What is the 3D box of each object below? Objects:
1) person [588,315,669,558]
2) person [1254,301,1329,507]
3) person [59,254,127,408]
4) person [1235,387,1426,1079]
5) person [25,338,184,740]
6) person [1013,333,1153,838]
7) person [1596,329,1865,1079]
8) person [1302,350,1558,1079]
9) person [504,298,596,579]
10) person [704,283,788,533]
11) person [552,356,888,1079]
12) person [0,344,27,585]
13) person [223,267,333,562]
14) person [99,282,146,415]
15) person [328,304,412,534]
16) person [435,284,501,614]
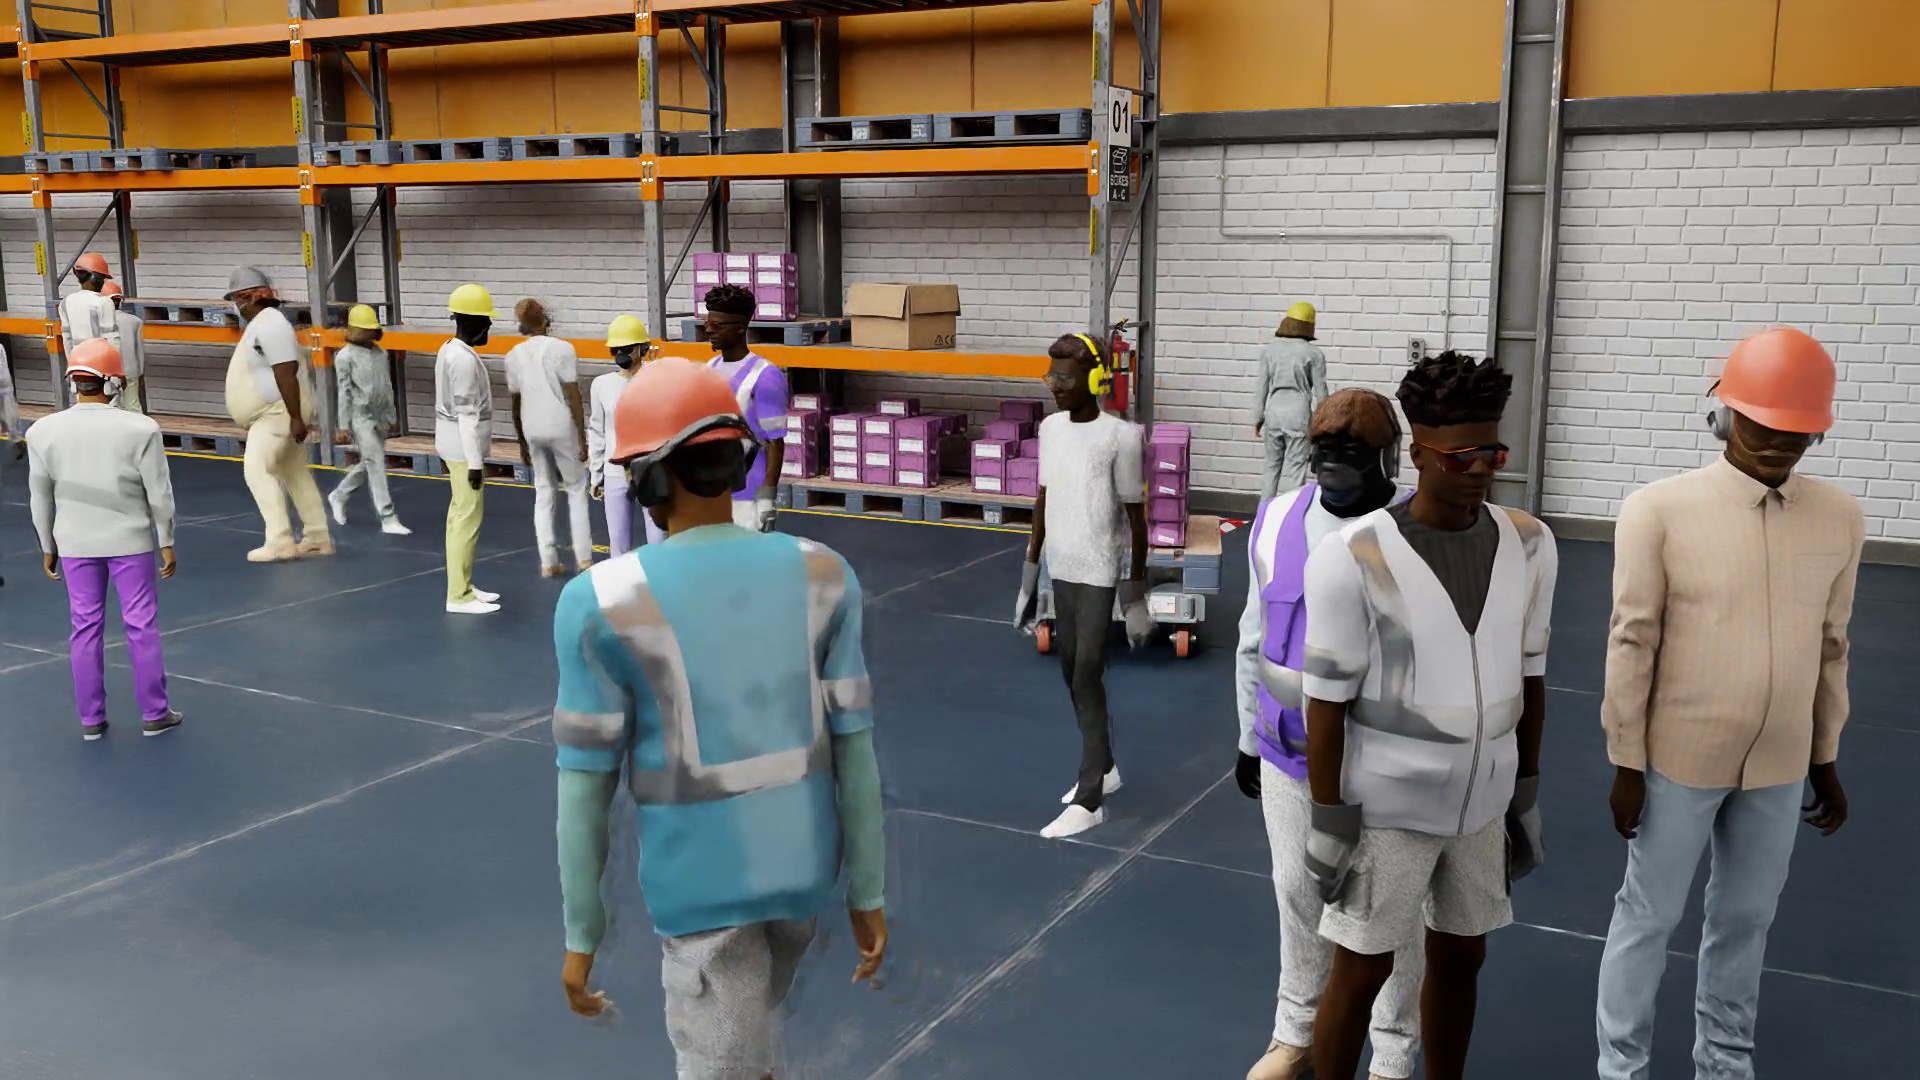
[{"bbox_3d":[-1.787,-0.345,9.121,0.533,1.767,0.324,2,11,11],"label":"person"},{"bbox_3d":[2.415,-0.861,12.047,0.521,1.730,0.378,7,13,35],"label":"person"},{"bbox_3d":[-7.720,-1.536,14.914,0.605,2.034,0.389,4,11,19],"label":"person"},{"bbox_3d":[0.947,0.537,4.116,0.628,1.836,0.430,9,14,40],"label":"person"},{"bbox_3d":[-3.725,-0.004,7.281,0.569,1.749,0.342,-2,11,-11],"label":"person"},{"bbox_3d":[0.495,0.164,6.213,0.712,1.859,0.553,-8,13,-38],"label":"person"},{"bbox_3d":[1.784,0.506,3.852,0.611,1.984,0.401,-1,10,-8],"label":"person"},{"bbox_3d":[1.019,0.561,3.648,0.606,1.956,0.391,-3,11,-17],"label":"person"},{"bbox_3d":[-2.631,-0.641,10.683,0.598,1.798,0.421,2,11,10],"label":"person"},{"bbox_3d":[-1.085,-0.259,8.094,0.367,1.967,0.603,-10,14,-43],"label":"person"},{"bbox_3d":[-0.383,0.660,3.093,0.625,1.979,1.028,-7,13,-35],"label":"person"},{"bbox_3d":[-6.185,-0.649,10.378,0.613,1.916,0.588,-5,12,-28],"label":"person"},{"bbox_3d":[-4.642,-0.877,11.283,0.661,2.000,0.692,-4,11,-21],"label":"person"},{"bbox_3d":[-8.212,-1.632,16.205,0.330,1.750,0.572,5,12,27],"label":"person"},{"bbox_3d":[-4.457,-0.901,12.356,0.799,1.704,0.498,4,11,23],"label":"person"},{"bbox_3d":[-2.852,-0.528,9.722,0.405,1.916,0.585,-4,11,-22],"label":"person"}]
